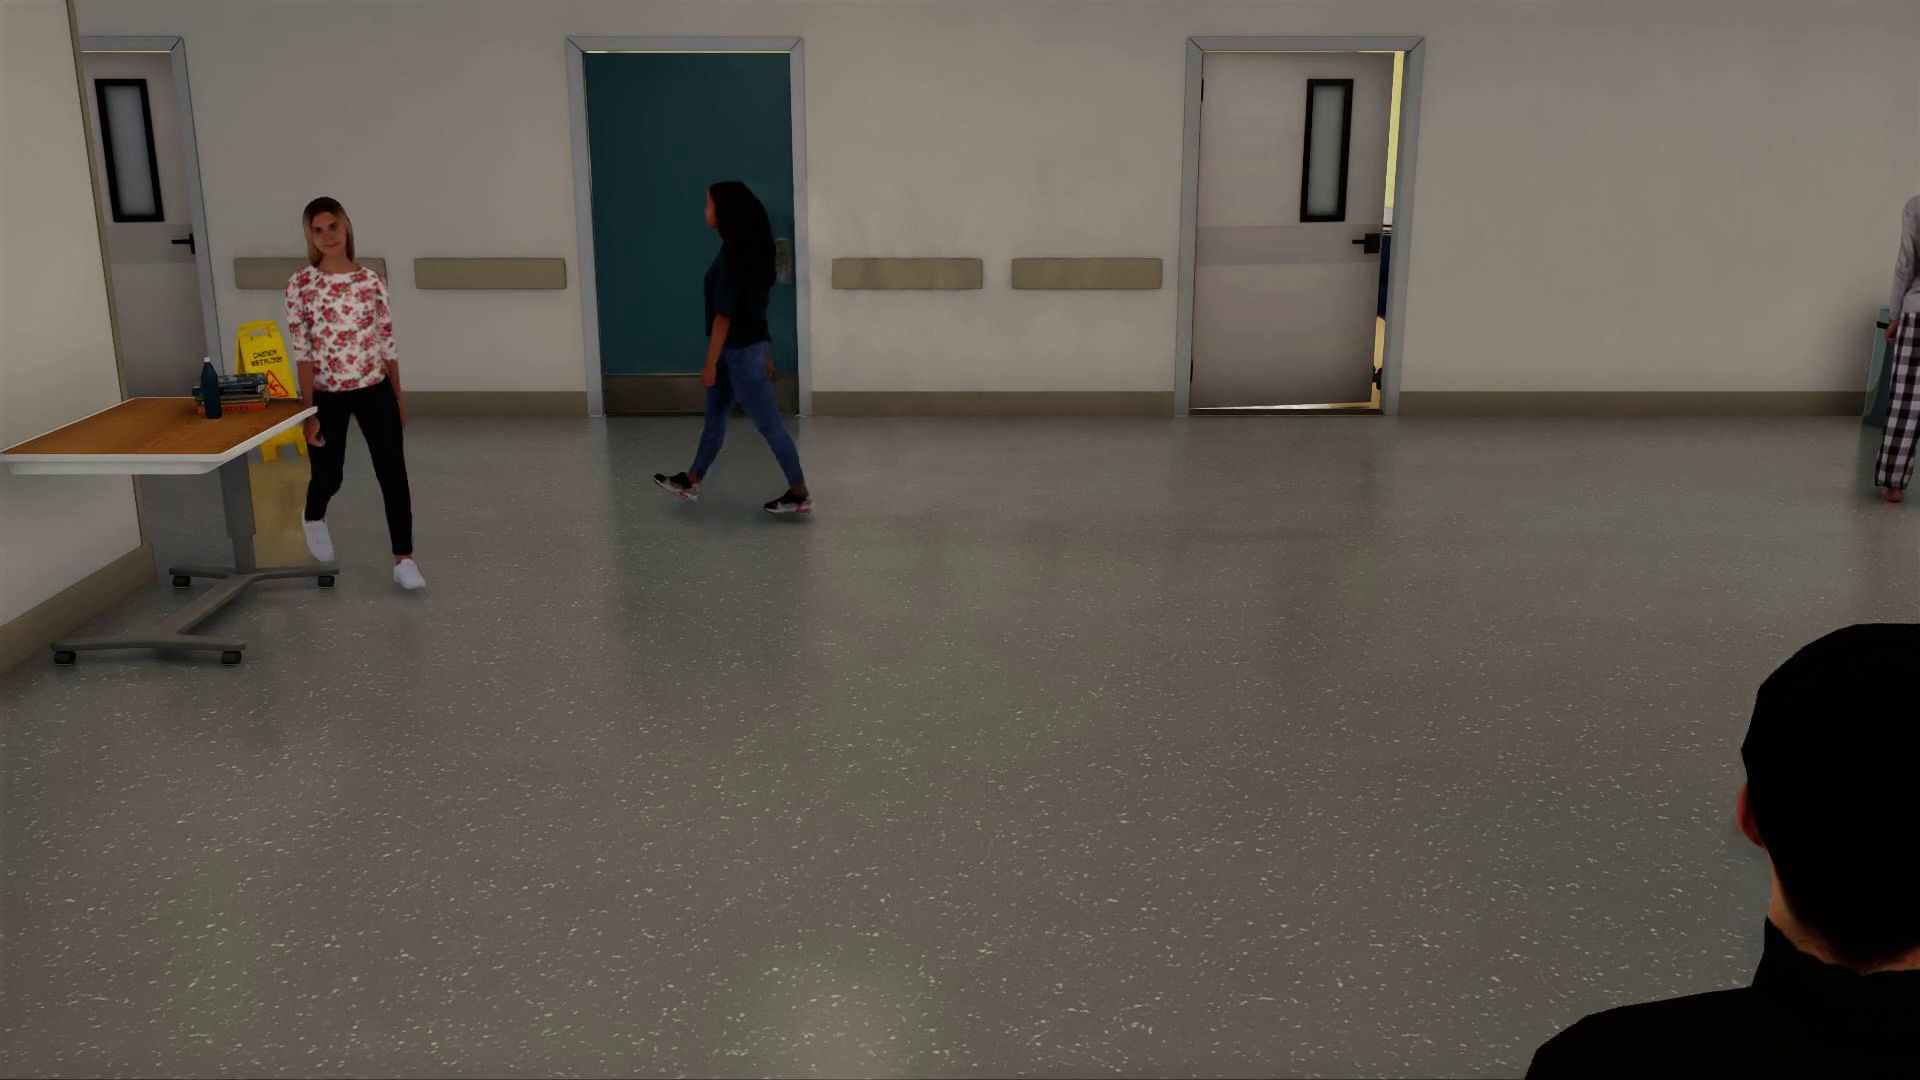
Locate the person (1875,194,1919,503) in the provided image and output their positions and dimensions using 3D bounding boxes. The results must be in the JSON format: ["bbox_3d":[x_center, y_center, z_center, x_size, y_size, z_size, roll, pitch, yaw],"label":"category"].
[{"bbox_3d":[4.851,-1.089,8.209,0.688,1.847,0.772,12,20,37],"label":"person"}]

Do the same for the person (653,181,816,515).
[{"bbox_3d":[-0.955,-0.867,7.924,1.084,1.574,0.680,2,16,7],"label":"person"}]

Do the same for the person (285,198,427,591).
[{"bbox_3d":[-2.564,-0.585,6.859,0.970,1.610,0.956,-12,20,-37],"label":"person"}]

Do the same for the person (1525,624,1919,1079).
[{"bbox_3d":[0.662,0.919,1.329,0.694,1.716,0.825,8,18,26],"label":"person"}]
